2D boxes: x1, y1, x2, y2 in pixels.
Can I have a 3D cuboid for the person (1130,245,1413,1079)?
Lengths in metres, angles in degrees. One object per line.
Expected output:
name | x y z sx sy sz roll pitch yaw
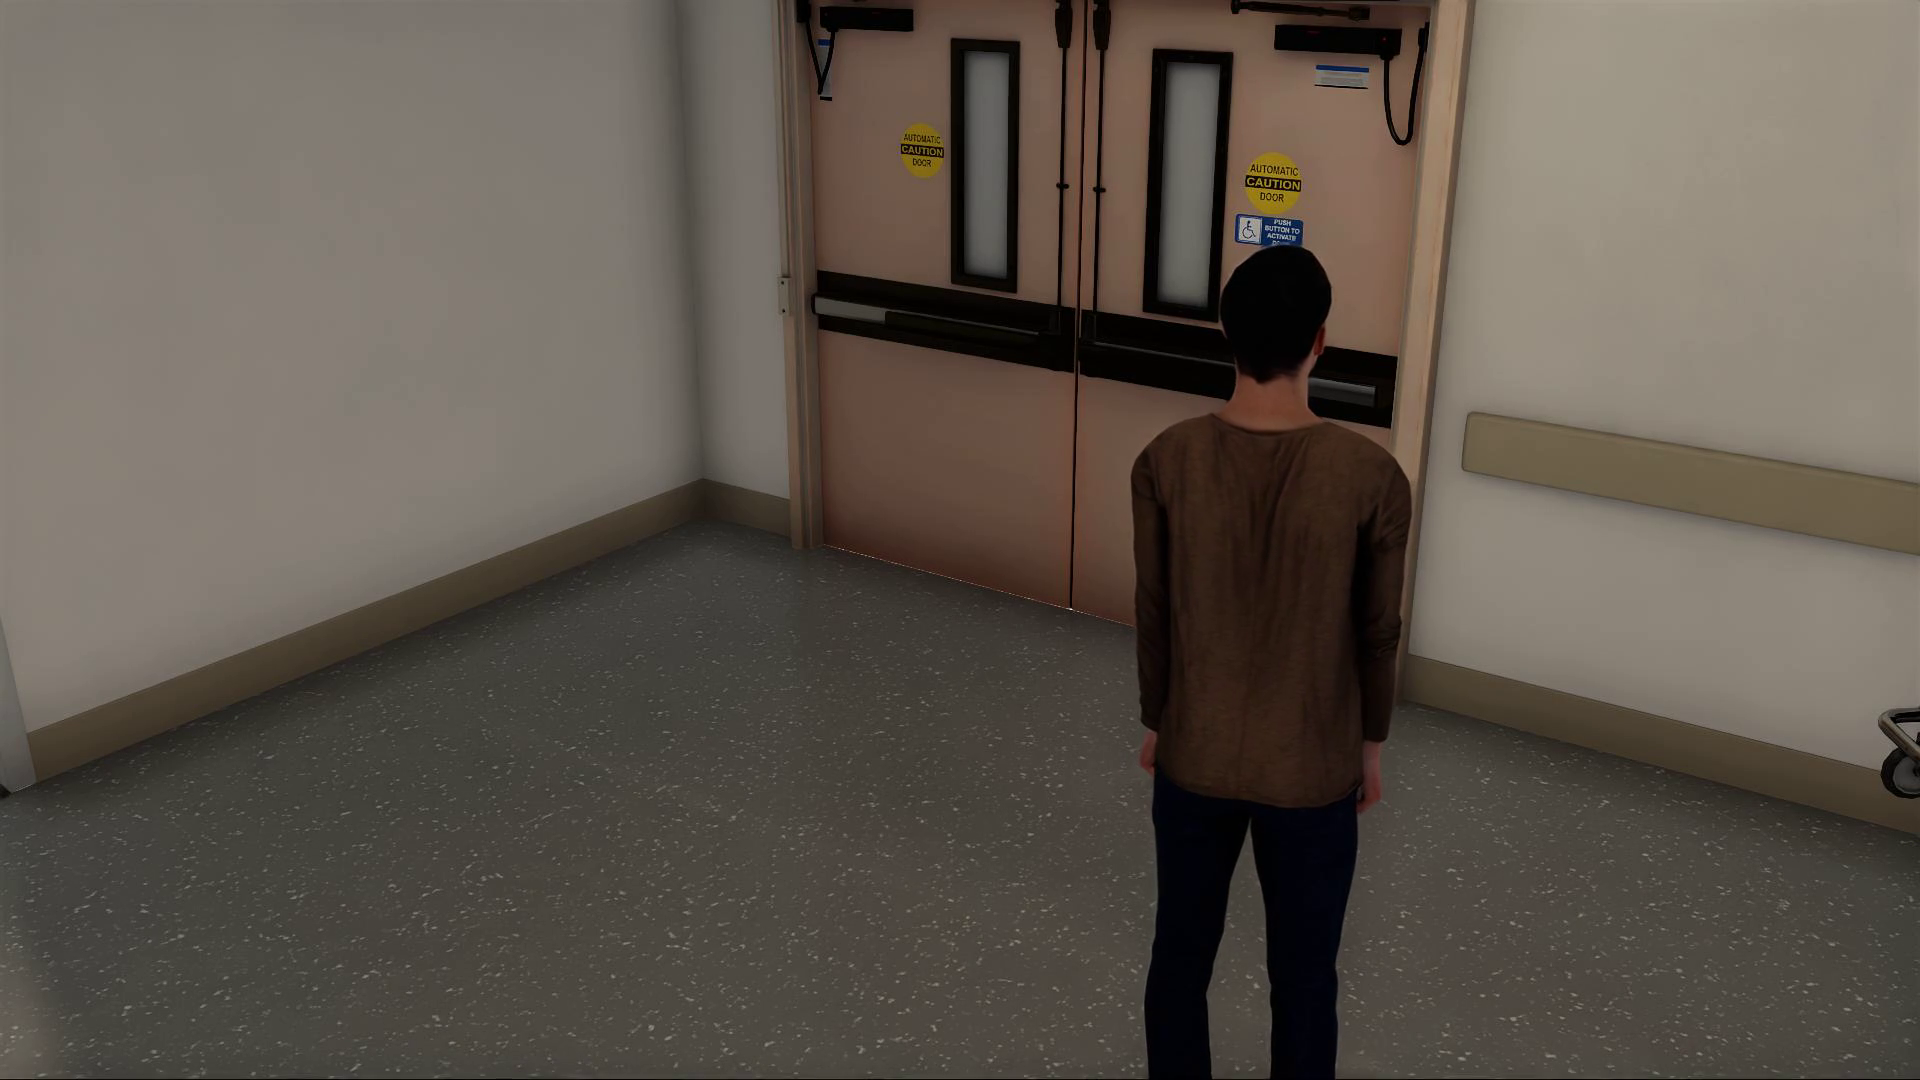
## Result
person | 0.553 0.389 3.114 0.715 1.888 0.677 7 22 17
